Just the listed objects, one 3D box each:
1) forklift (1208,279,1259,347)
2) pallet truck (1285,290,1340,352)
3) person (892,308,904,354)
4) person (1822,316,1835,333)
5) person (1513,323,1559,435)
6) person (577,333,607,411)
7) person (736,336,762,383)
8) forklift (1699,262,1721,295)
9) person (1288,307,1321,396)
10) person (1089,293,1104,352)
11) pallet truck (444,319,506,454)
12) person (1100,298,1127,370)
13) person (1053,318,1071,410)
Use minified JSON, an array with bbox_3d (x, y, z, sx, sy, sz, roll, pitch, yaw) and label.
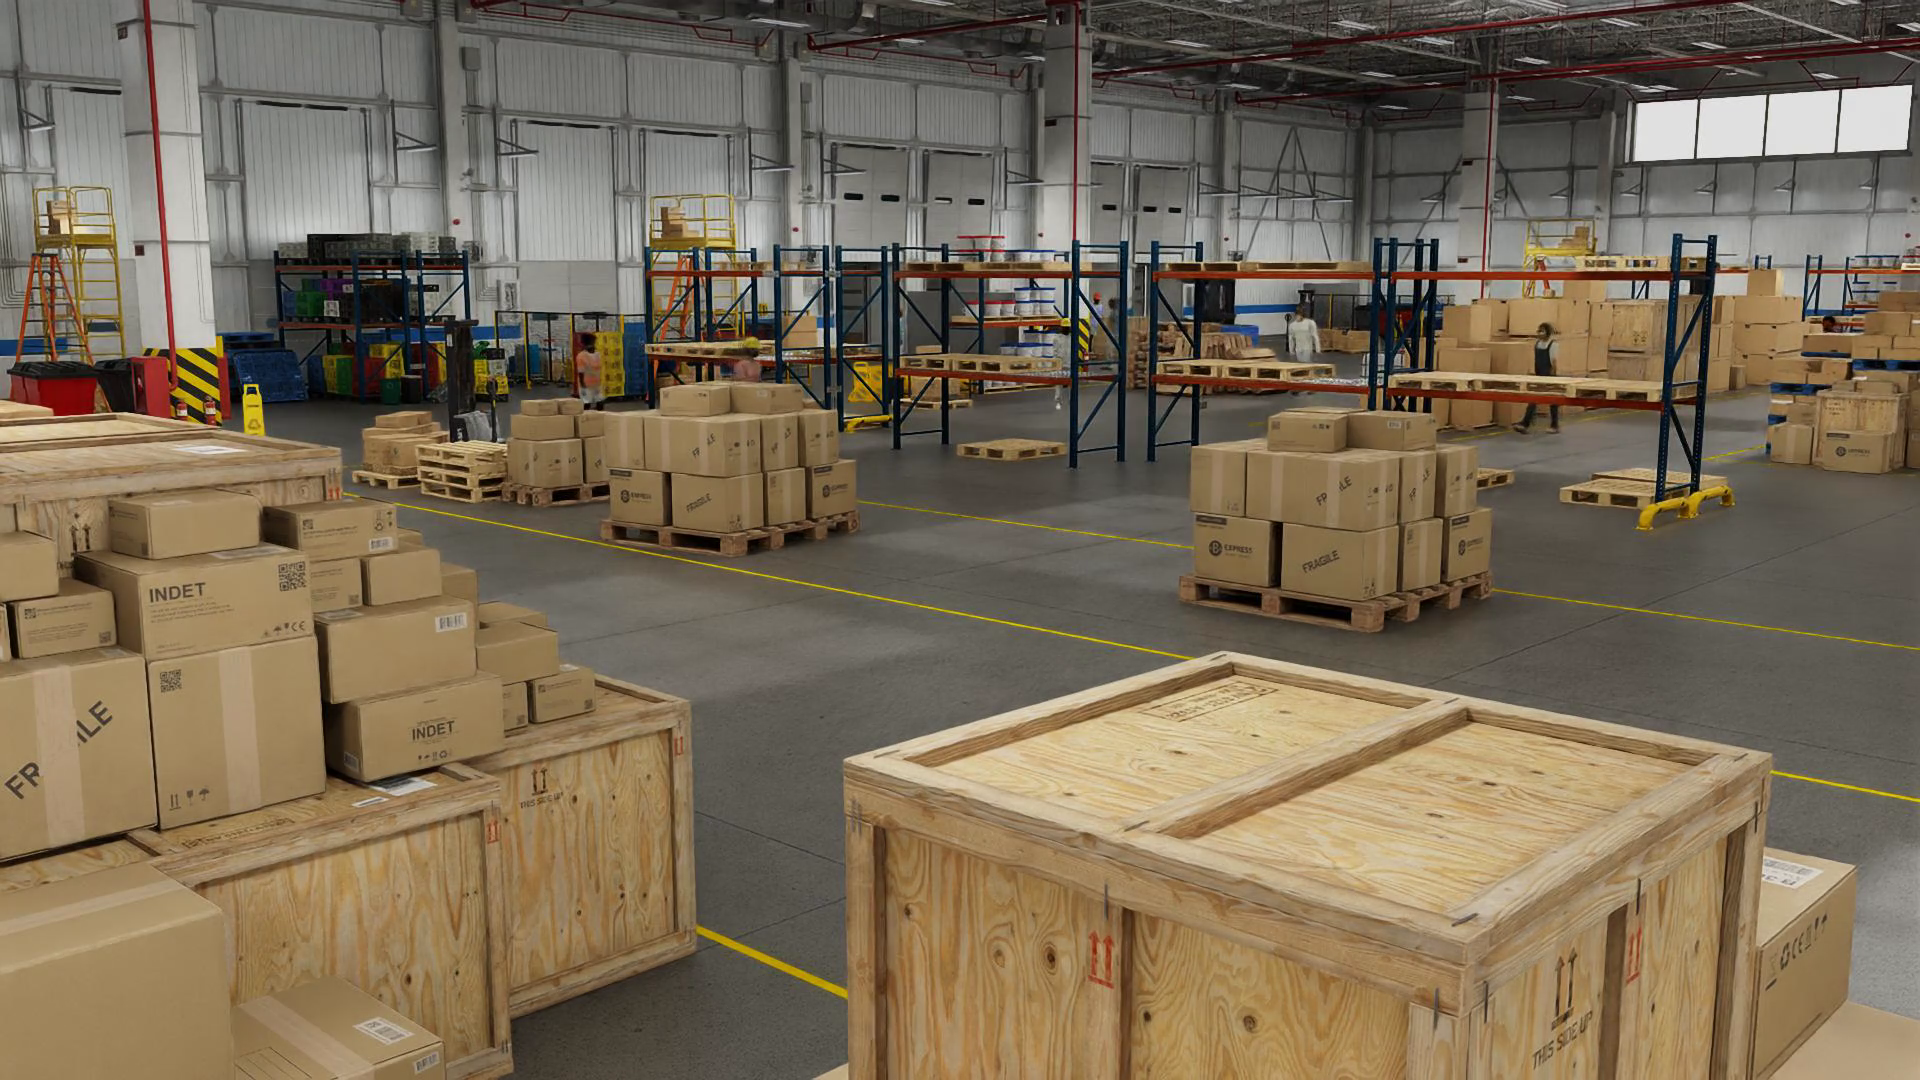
[{"bbox_3d":[7.279,-6.285,46.080,1.873,2.768,1.129,9,13,43],"label":"forklift"},{"bbox_3d":[11.297,-6.951,52.861,1.885,1.965,0.823,-5,11,-29],"label":"pallet truck"},{"bbox_3d":[-1.609,-5.223,43.396,0.311,1.633,0.520,-2,10,-14],"label":"person"},{"bbox_3d":[14.431,-2.786,27.738,0.599,1.864,1.005,9,13,44],"label":"person"},{"bbox_3d":[9.332,-2.577,26.657,0.958,1.795,0.533,-6,11,-31],"label":"person"},{"bbox_3d":[-5.793,-2.408,26.000,0.488,1.659,0.548,7,12,38],"label":"person"},{"bbox_3d":[-2.938,-1.933,22.862,0.665,1.743,0.533,7,11,35],"label":"person"},{"bbox_3d":[20.092,-6.078,44.812,1.873,2.768,1.129,3,10,17],"label":"forklift"},{"bbox_3d":[7.192,-3.944,34.847,1.061,1.859,0.681,-9,13,-44],"label":"person"},{"bbox_3d":[4.196,-6.646,51.226,0.543,1.928,0.392,-3,10,-18],"label":"person"},{"bbox_3d":[-6.981,-1.942,22.150,1.885,1.965,0.823,1,9,9],"label":"pallet truck"},{"bbox_3d":[4.128,-5.375,43.485,0.787,1.909,0.641,3,10,15],"label":"person"},{"bbox_3d":[1.995,-3.320,31.396,0.484,1.738,0.321,1,9,3],"label":"person"}]
